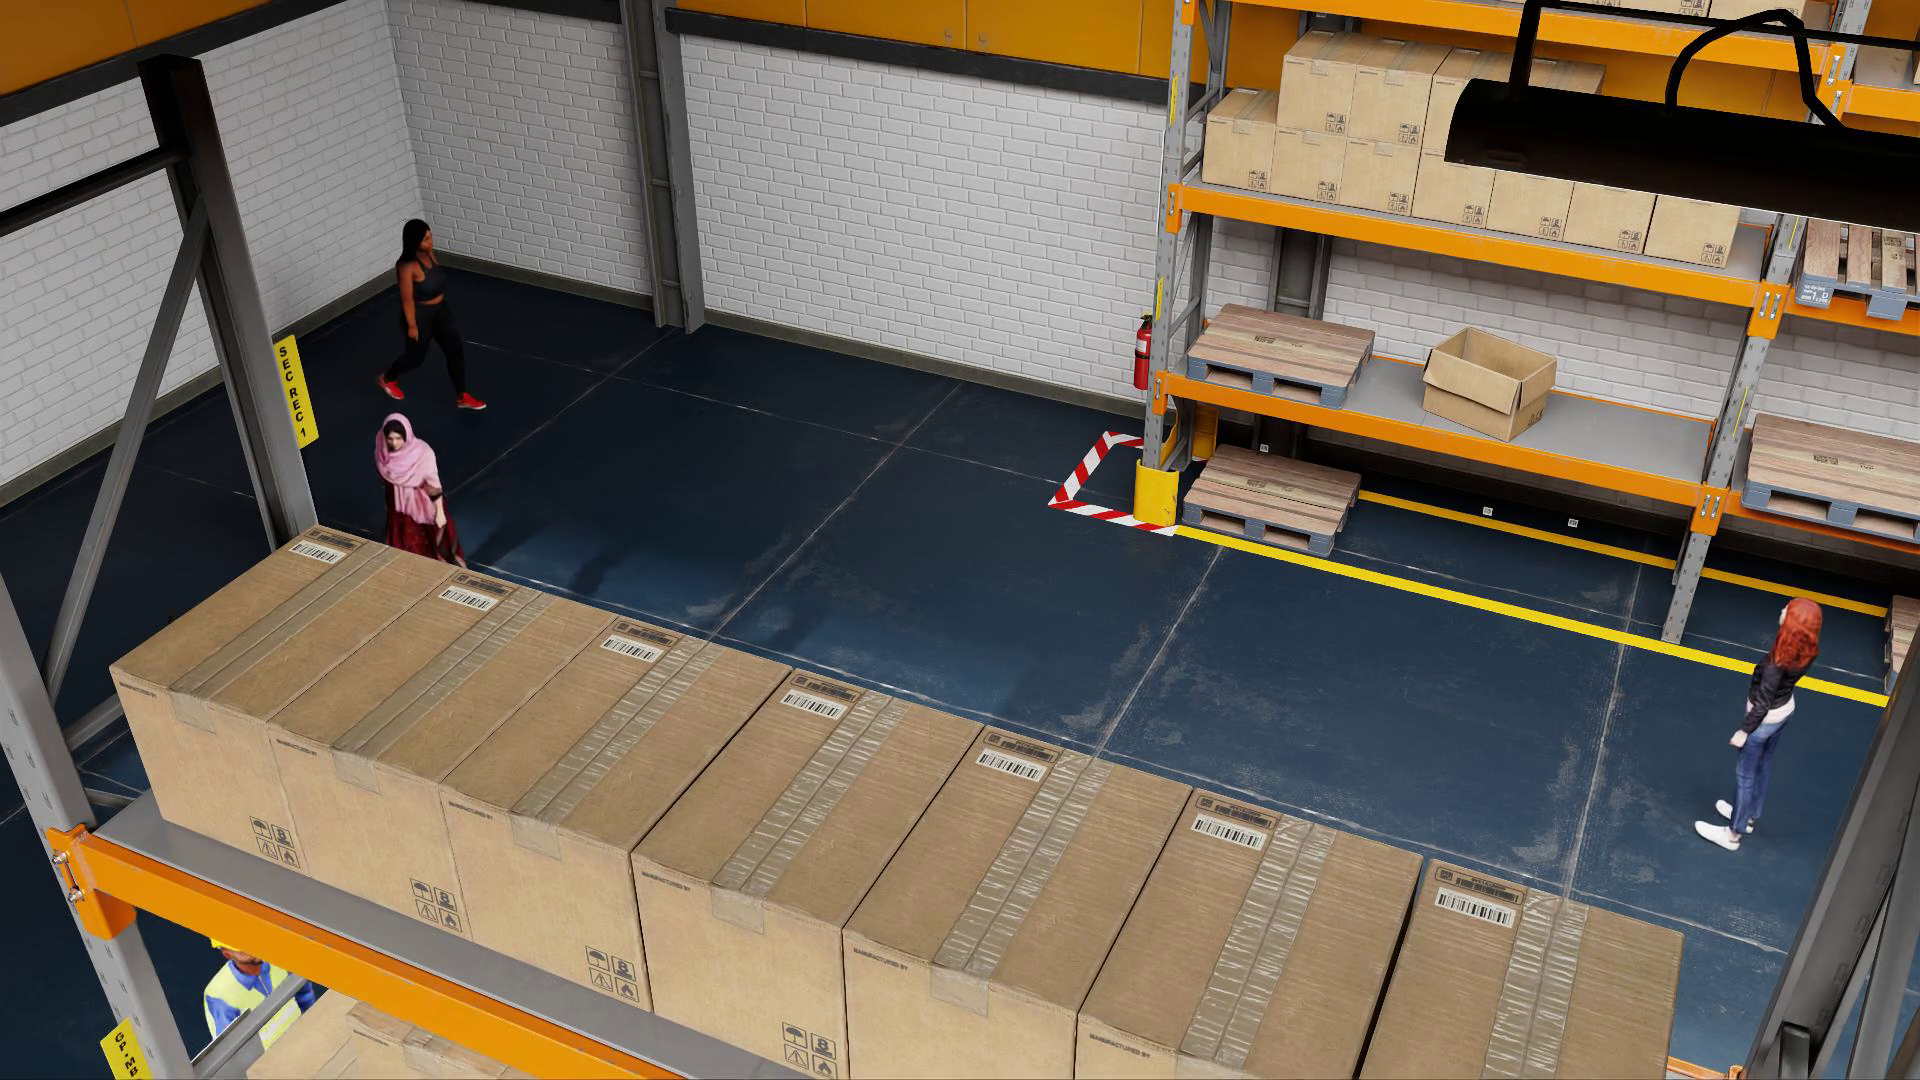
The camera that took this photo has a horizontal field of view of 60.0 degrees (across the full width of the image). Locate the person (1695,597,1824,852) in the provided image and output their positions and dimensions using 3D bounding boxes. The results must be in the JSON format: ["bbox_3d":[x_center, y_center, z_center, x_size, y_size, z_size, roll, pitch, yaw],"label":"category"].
[{"bbox_3d":[4.771,1.079,9.863,0.657,1.786,0.665,-24,41,-32],"label":"person"}]

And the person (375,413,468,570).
[{"bbox_3d":[-3.919,-0.270,12.071,1.166,1.589,0.982,2,34,4],"label":"person"}]

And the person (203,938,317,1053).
[{"bbox_3d":[-3.304,2.403,7.852,0.703,1.807,0.719,10,35,15],"label":"person"}]

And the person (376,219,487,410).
[{"bbox_3d":[-4.704,-1.929,14.399,1.250,1.774,0.801,10,35,14],"label":"person"}]
